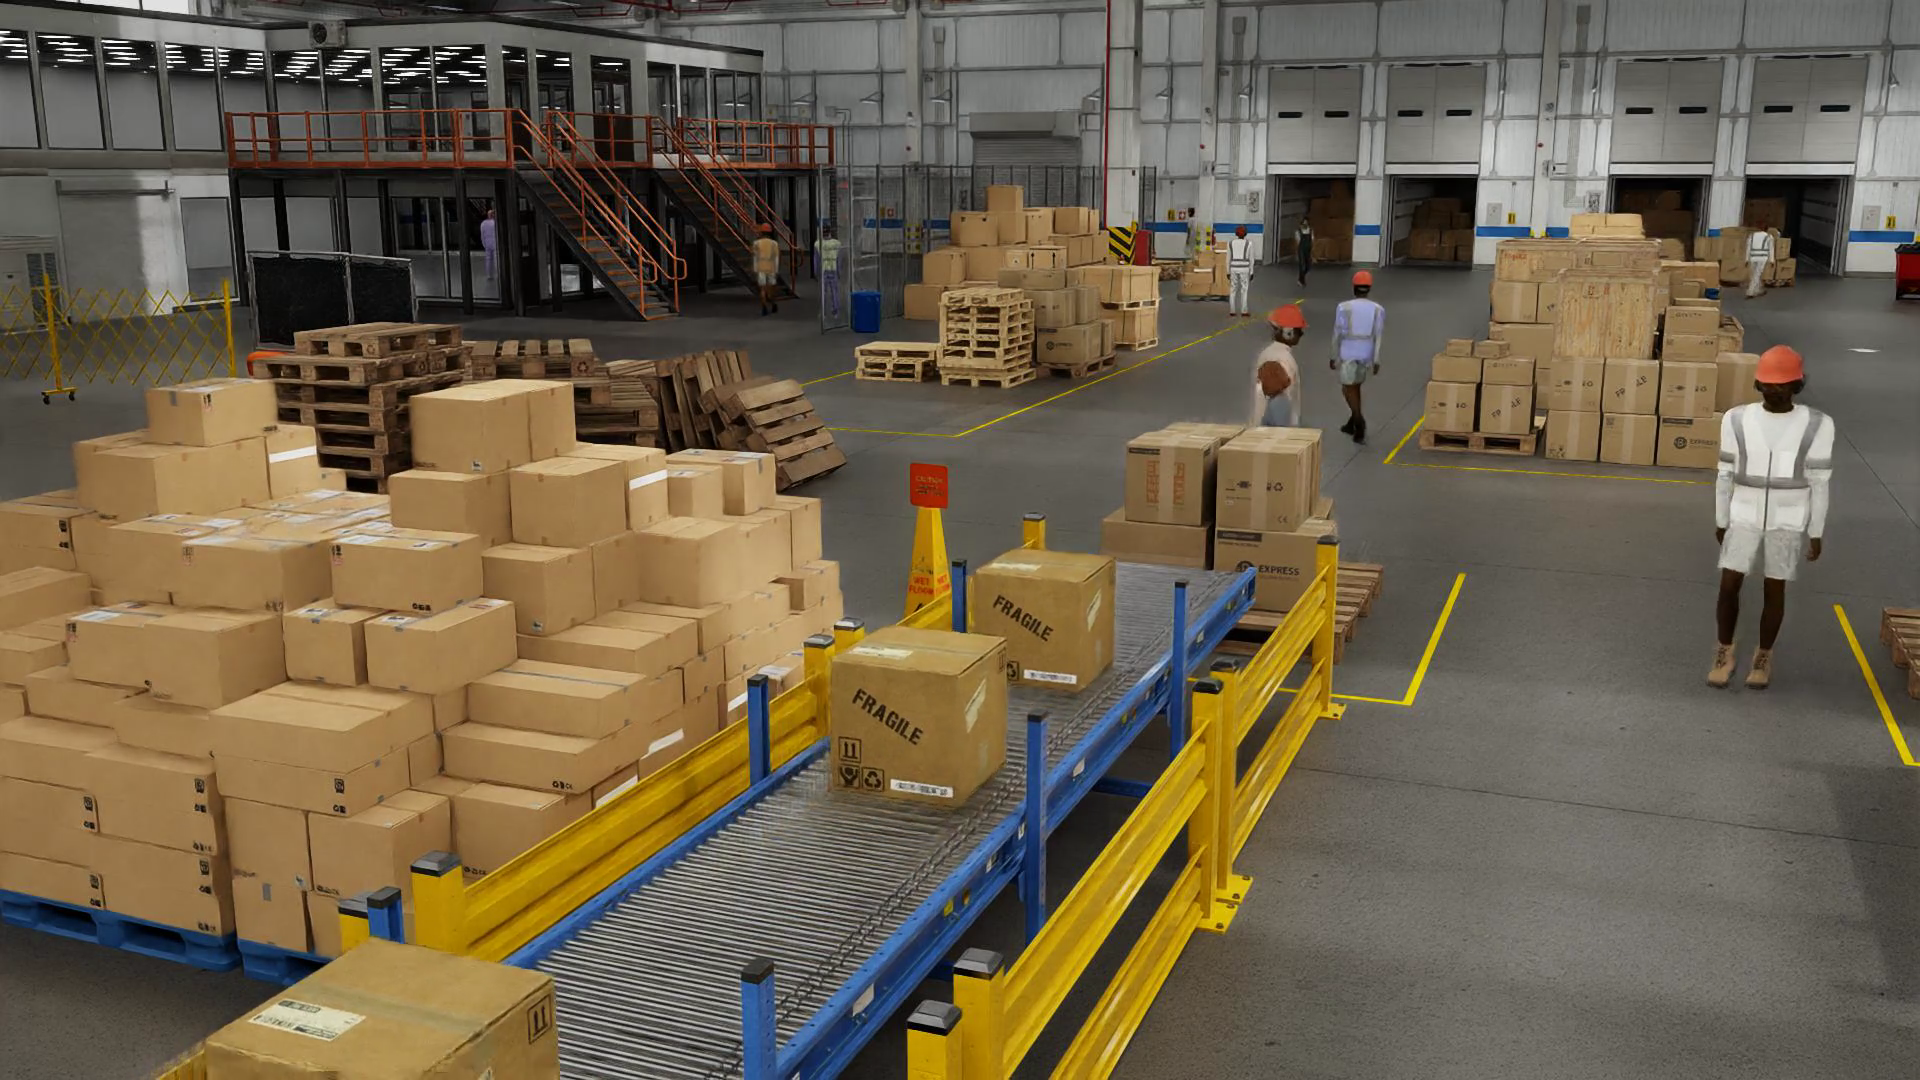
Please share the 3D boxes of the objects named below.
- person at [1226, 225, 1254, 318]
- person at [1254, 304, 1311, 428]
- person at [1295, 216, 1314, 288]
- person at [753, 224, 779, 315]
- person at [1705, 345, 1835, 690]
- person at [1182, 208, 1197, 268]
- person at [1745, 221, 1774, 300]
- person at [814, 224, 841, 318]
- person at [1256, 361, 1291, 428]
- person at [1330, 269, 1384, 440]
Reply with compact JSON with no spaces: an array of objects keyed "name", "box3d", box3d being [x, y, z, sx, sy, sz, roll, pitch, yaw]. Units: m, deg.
[{"name":"person","box3d":[5.742,-5.494,34.080,0.584,1.882,0.345,7,14,28]},{"name":"person","box3d":[2.547,-0.863,13.105,0.486,1.979,0.621,-3,13,-13]},{"name":"person","box3d":[8.861,-7.437,42.910,0.521,1.834,0.491,-2,13,-10]},{"name":"person","box3d":[-4.053,-5.685,34.933,0.552,1.881,0.997,0,13,-2]},{"name":"person","box3d":[4.638,-0.098,9.571,0.612,2.025,0.663,8,15,31]},{"name":"person","box3d":[7.063,-9.261,51.043,0.504,1.849,0.566,12,17,43]},{"name":"person","box3d":[18.745,-6.539,38.892,0.999,1.824,0.597,-8,15,-33]},{"name":"person","box3d":[-2.712,-5.499,34.057,0.588,1.911,0.391,-5,14,-22]},{"name":"person","box3d":[2.305,-0.568,12.634,0.874,1.586,0.524,4,13,18]},{"name":"person","box3d":[4.507,-2.087,18.759,0.547,1.909,0.849,-2,13,-8]}]
